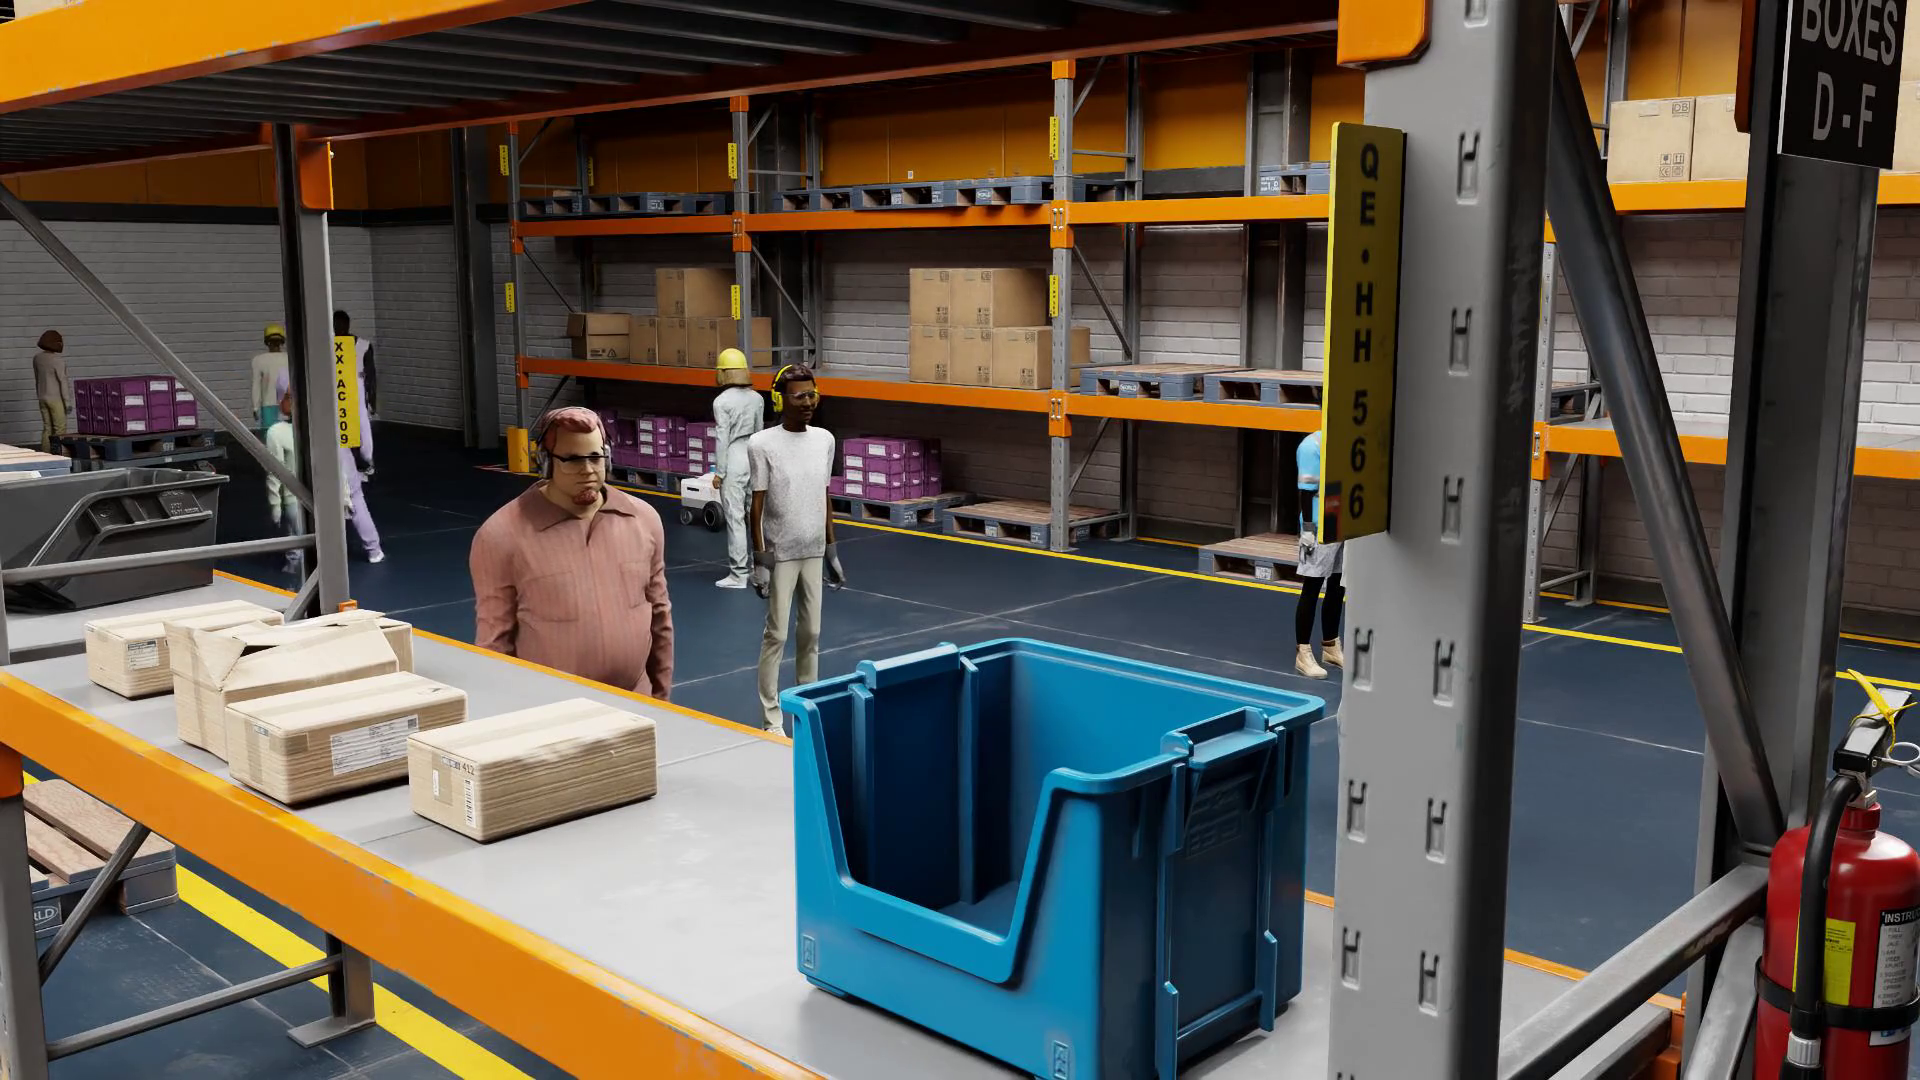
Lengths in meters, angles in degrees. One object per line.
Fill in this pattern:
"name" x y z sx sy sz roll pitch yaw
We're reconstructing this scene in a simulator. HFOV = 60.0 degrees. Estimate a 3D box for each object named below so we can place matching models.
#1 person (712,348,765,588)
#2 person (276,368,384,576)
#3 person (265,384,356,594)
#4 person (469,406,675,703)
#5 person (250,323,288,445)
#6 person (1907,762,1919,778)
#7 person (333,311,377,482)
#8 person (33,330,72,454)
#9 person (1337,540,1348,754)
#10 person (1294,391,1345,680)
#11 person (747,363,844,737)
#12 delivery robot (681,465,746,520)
"person" -1.627 -0.521 12.123 0.325 1.740 0.492 7 11 35
"person" -4.852 -0.687 12.836 0.804 1.858 0.558 -5 11 -30
"person" -4.151 -0.217 10.651 0.352 1.613 0.501 5 11 29
"person" -1.171 0.531 5.200 0.645 1.900 0.403 -7 12 -37
"person" -7.263 -1.443 17.757 0.534 1.745 0.630 -7 12 -38
"person" 4.564 0.189 7.527 0.591 1.826 0.404 -9 13 -44
"person" -6.521 -1.501 17.745 0.625 1.854 0.996 -1 9 -8
"person" -10.293 -1.568 18.899 0.511 1.623 0.288 4 10 25
"person" 1.763 0.238 6.866 0.372 1.940 0.632 0 9 -2
"person" 2.119 -0.065 9.457 0.540 1.697 0.317 -7 12 -38
"person" -0.783 0.088 8.012 0.508 1.867 0.329 -8 12 -41
"delivery robot" -2.185 -0.429 14.900 0.477 0.478 0.707 -9 13 -44
